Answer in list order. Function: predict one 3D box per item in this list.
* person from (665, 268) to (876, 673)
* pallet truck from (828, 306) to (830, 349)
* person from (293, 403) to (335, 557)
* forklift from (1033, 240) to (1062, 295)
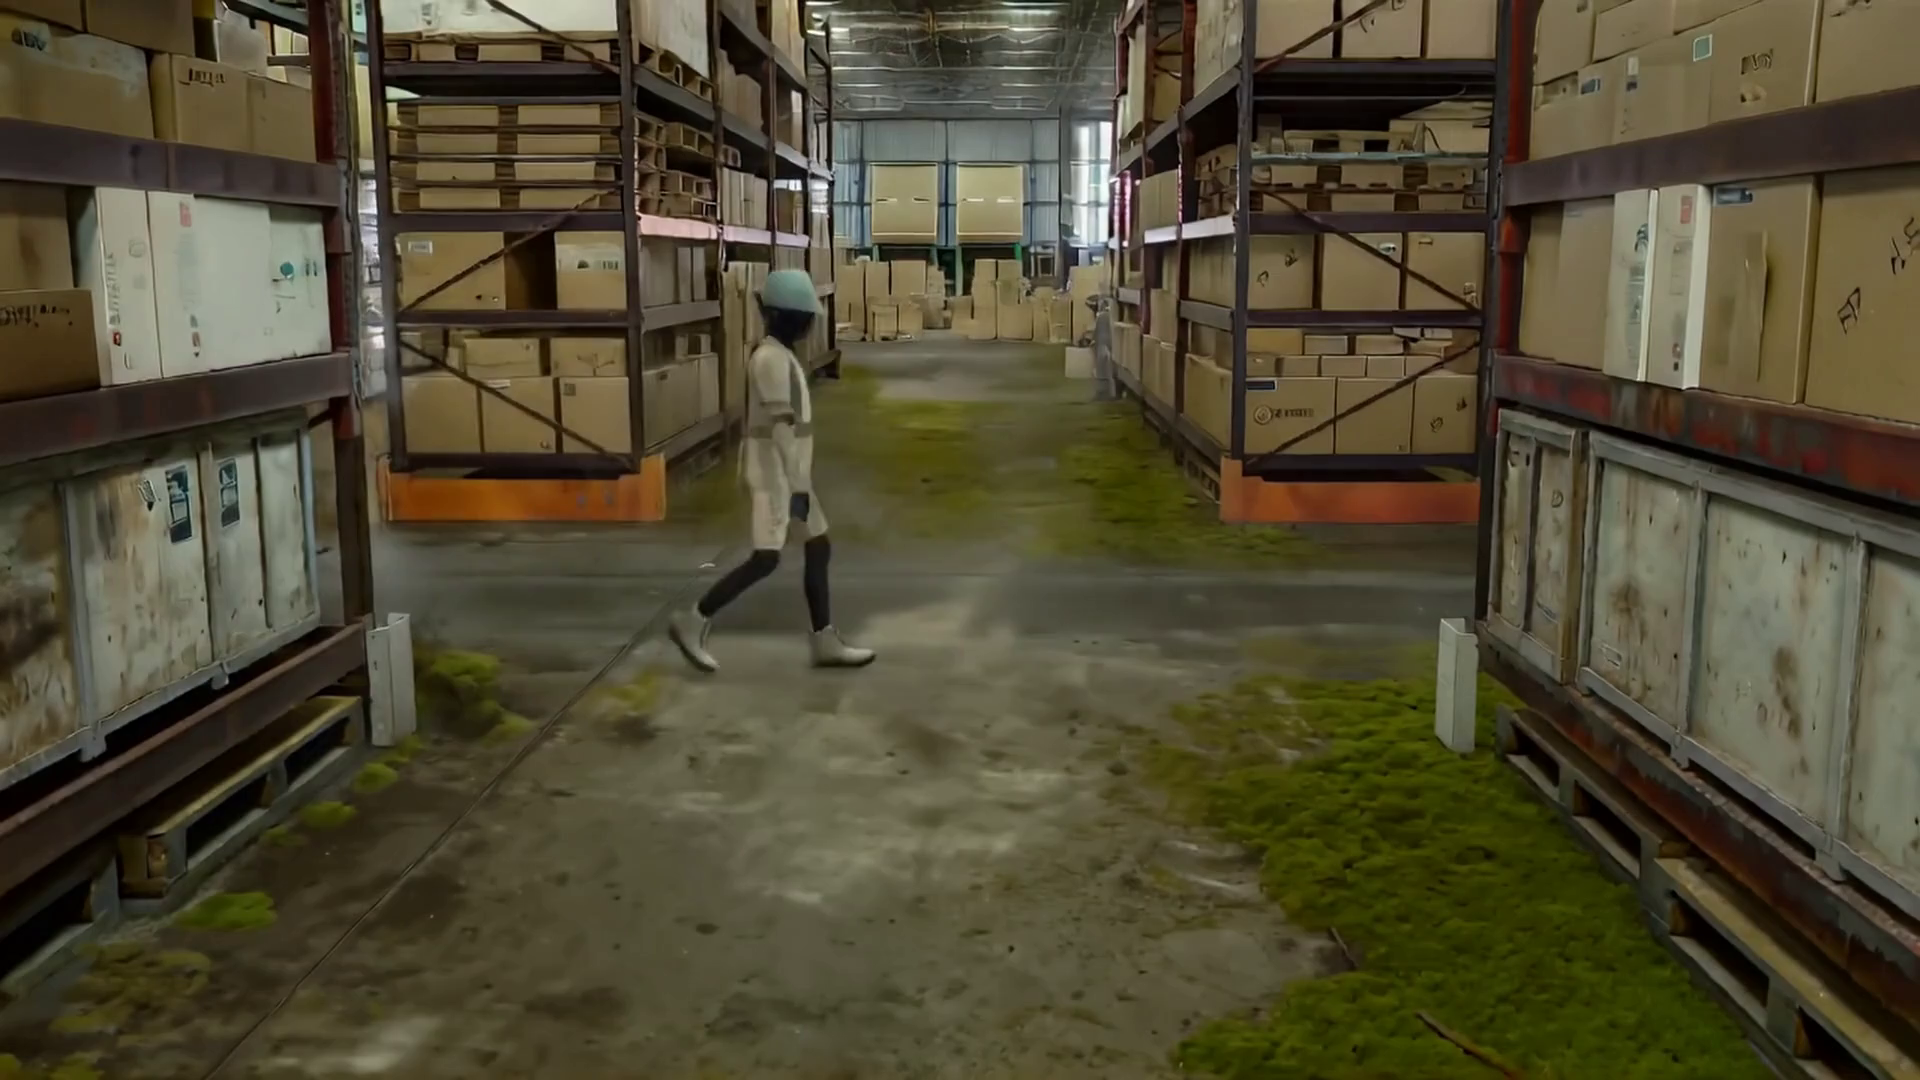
[{"bbox_3d":[-0.945,-0.325,8.144,0.973,2.005,0.600,0,9,-1],"label":"person"},{"bbox_3d":[-3.100,-3.940,29.800,1.885,1.965,0.823,3,10,19],"label":"pallet truck"},{"bbox_3d":[-4.641,-0.704,11.383,0.581,1.676,0.405,8,12,38],"label":"person"},{"bbox_3d":[3.156,-9.514,60.553,1.129,2.768,1.873,0,9,1],"label":"forklift"}]
